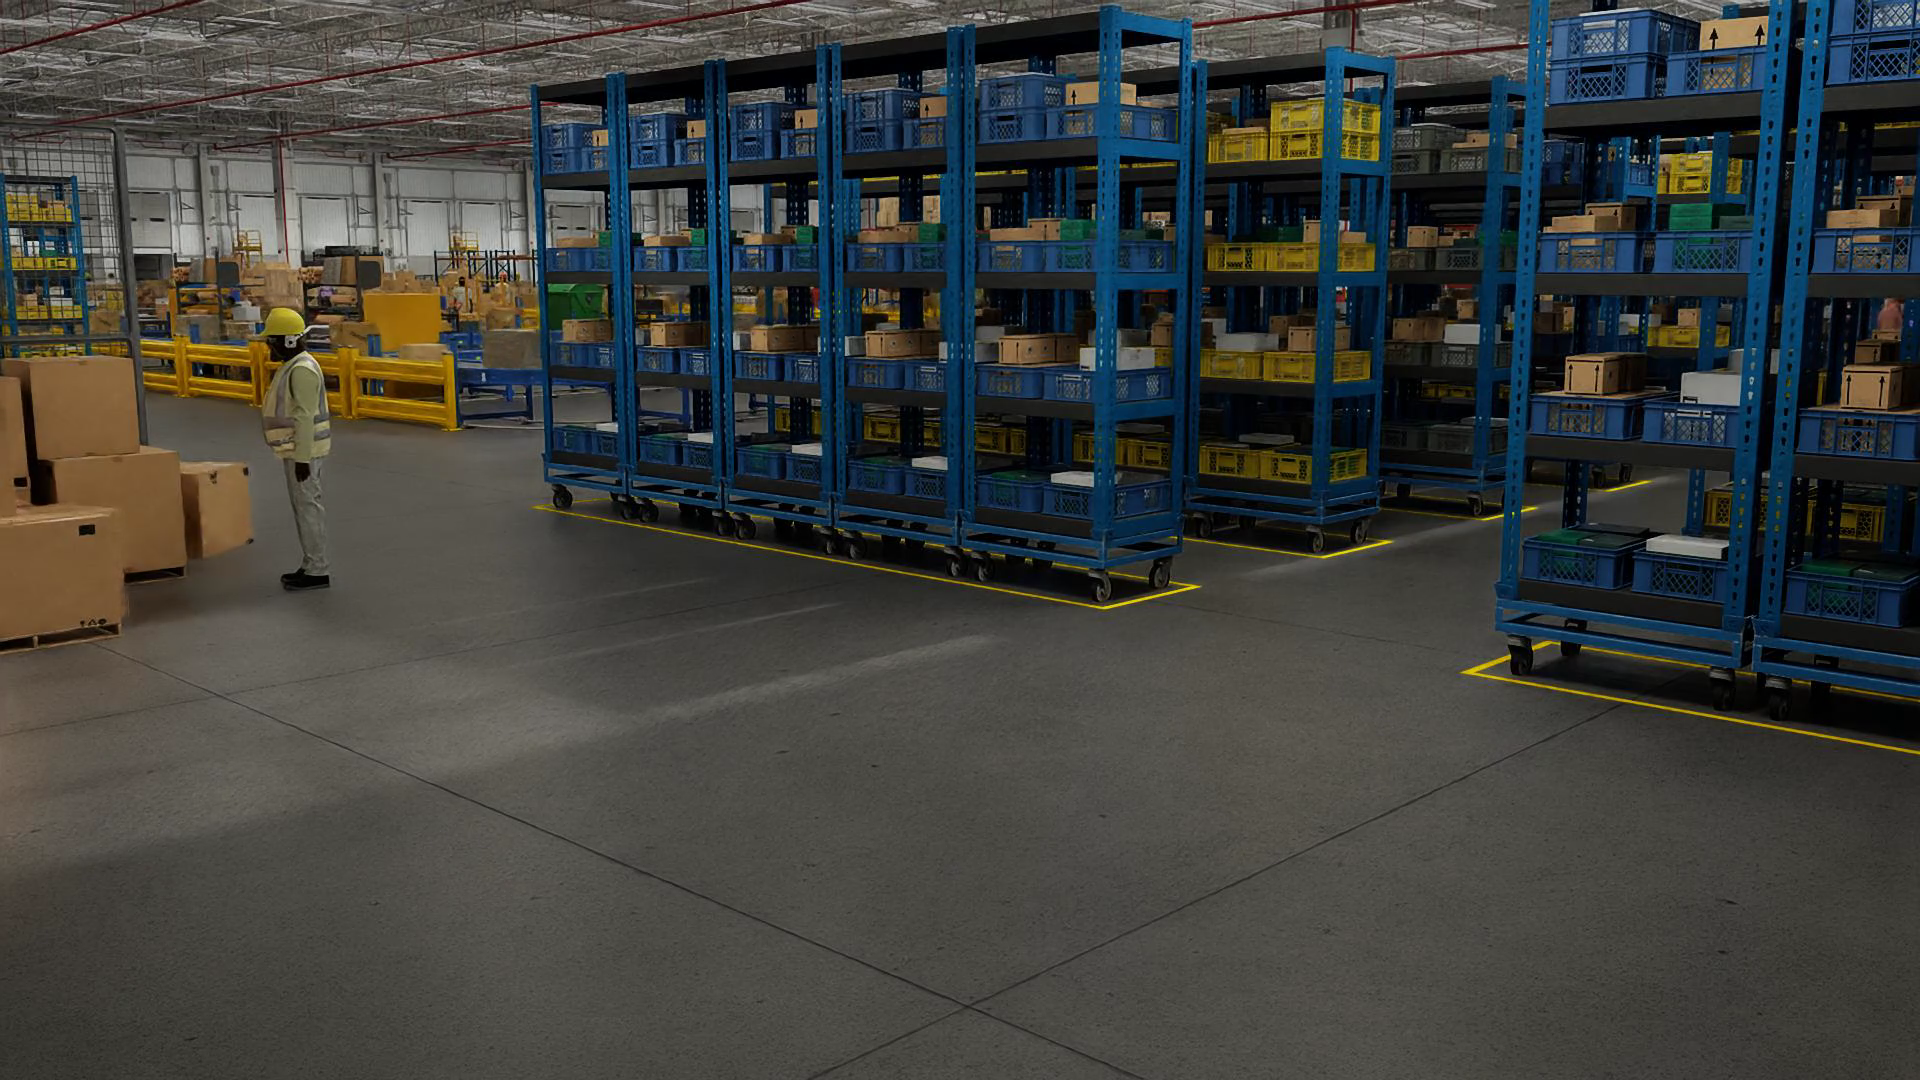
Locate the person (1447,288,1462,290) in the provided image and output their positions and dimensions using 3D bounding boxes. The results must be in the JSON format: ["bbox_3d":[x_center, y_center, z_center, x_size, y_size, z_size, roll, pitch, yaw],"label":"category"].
[{"bbox_3d":[17.762,-8.609,59.756,0.410,1.916,0.663,-9,13,-43],"label":"person"}]

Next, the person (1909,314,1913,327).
[{"bbox_3d":[11.239,-2.022,19.497,0.389,1.849,0.567,2,9,13],"label":"person"}]

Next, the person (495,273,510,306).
[{"bbox_3d":[-15.398,-8.033,56.113,0.543,1.928,0.372,4,10,24],"label":"person"}]

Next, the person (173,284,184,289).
[{"bbox_3d":[-21.979,-6.410,46.794,0.905,1.718,0.533,-2,9,-11],"label":"person"}]

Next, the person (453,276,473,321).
[{"bbox_3d":[-13.435,-6.190,44.988,0.531,1.871,0.322,-4,10,-21],"label":"person"}]

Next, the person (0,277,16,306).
[{"bbox_3d":[-36.753,-9.307,64.312,0.616,1.805,0.889,-1,9,-6],"label":"person"}]

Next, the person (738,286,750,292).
[{"bbox_3d":[-9.000,-10.160,69.031,0.614,1.963,0.362,6,11,31],"label":"person"}]

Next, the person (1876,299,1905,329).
[{"bbox_3d":[11.441,-2.213,20.291,0.747,1.965,0.637,5,11,29],"label":"person"}]

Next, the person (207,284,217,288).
[{"bbox_3d":[-30.755,-9.970,68.381,0.643,1.793,0.965,5,11,29],"label":"person"}]

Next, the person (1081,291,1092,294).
[{"bbox_3d":[3.775,-7.310,52.082,0.900,1.785,0.613,9,13,44],"label":"person"}]

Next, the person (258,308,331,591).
[{"bbox_3d":[-4.296,-0.584,10.776,0.404,1.824,0.586,-5,11,-30],"label":"person"}]

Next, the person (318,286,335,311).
[{"bbox_3d":[-24.013,-9.231,63.094,0.608,2.047,0.365,-2,10,-14],"label":"person"}]

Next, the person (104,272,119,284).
[{"bbox_3d":[-34.307,-9.873,67.382,0.649,1.929,0.443,2,9,12],"label":"person"}]

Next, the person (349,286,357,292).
[{"bbox_3d":[-30.423,-12.480,83.252,0.636,1.972,0.645,0,9,1],"label":"person"}]

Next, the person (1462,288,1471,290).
[{"bbox_3d":[20.902,-10.177,68.973,0.617,2.029,0.617,6,11,34],"label":"person"}]

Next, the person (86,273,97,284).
[{"bbox_3d":[-35.936,-10.057,68.649,0.582,1.891,0.876,-1,9,-9],"label":"person"}]

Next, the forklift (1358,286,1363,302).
[{"bbox_3d":[11.100,-7.017,46.970,1.873,2.768,1.129,9,13,43],"label":"forklift"}]

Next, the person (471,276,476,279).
[{"bbox_3d":[-24.611,-12.569,84.526,0.494,1.723,0.529,7,11,35],"label":"person"}]
